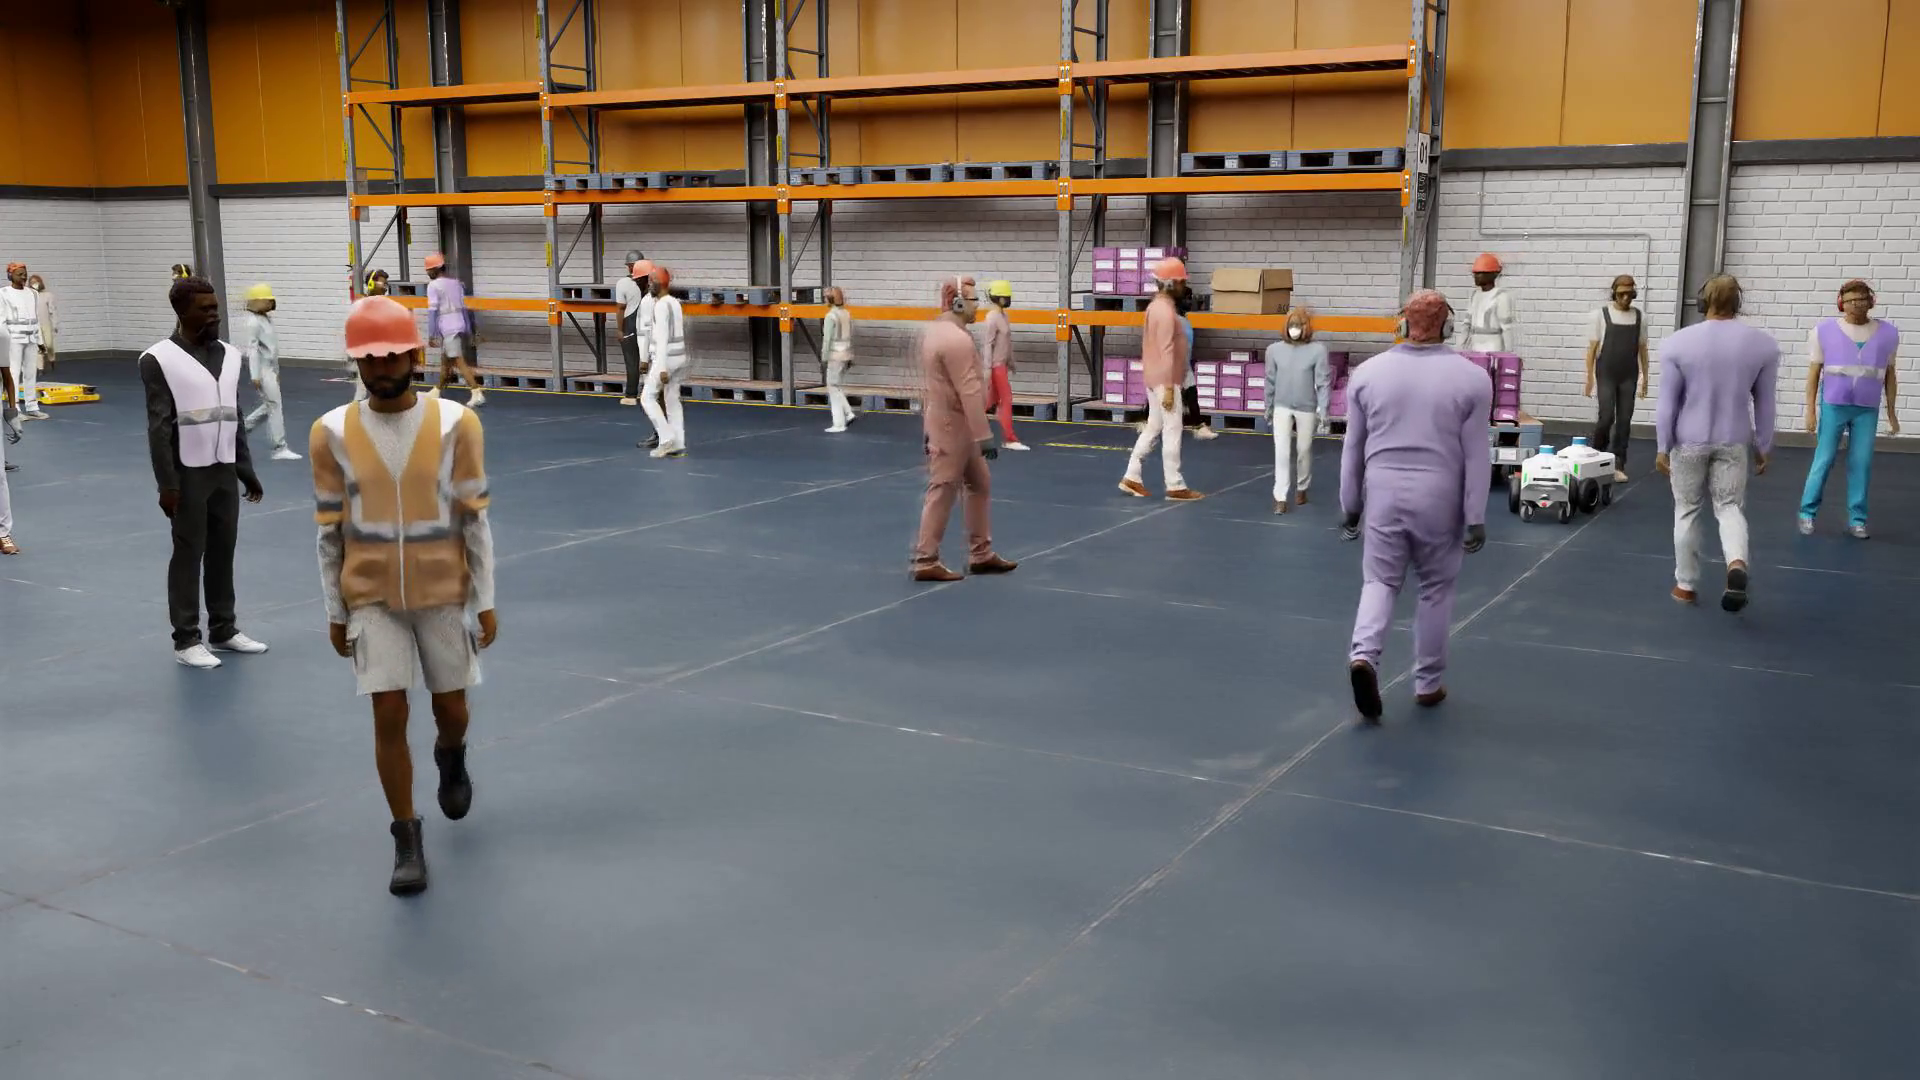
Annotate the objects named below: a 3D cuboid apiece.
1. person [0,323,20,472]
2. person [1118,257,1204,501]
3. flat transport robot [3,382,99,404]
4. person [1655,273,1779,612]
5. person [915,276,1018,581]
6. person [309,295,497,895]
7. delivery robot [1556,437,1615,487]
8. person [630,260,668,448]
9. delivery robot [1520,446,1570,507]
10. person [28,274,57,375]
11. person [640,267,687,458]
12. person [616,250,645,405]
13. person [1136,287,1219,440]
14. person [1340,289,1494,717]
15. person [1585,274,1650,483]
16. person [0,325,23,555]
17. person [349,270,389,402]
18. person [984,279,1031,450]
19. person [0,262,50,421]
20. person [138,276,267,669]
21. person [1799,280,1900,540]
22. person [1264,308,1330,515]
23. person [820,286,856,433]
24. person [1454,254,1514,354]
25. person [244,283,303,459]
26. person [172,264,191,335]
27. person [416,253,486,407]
[{"bbox_3d":[-8.810,-1.493,15.037,0.404,1.830,0.602,-1,10,-4],"label":"person"},{"bbox_3d":[1.662,-1.300,13.579,0.542,2.011,0.621,-1,10,-7],"label":"person"},{"bbox_3d":[-12.197,-1.970,22.160,1.431,0.197,0.652,6,12,31],"label":"flat transport robot"},{"bbox_3d":[4.250,-0.532,9.359,0.638,1.924,0.747,2,10,12],"label":"person"},{"bbox_3d":[0.078,-0.668,10.247,0.812,1.879,0.650,-1,10,-5],"label":"person"},{"bbox_3d":[-1.819,0.153,5.488,0.556,1.916,0.665,-3,10,-14],"label":"person"},{"bbox_3d":[4.897,-0.574,13.185,0.707,0.478,0.477,-10,14,-43],"label":"delivery robot"},{"bbox_3d":[-3.182,-1.903,17.093,0.374,1.928,0.542,1,10,6],"label":"person"},{"bbox_3d":[4.437,-0.473,12.613,0.477,0.478,0.707,3,11,18],"label":"delivery robot"},{"bbox_3d":[-14.908,-3.480,26.947,0.499,1.604,0.523,-4,11,-23],"label":"person"},{"bbox_3d":[-2.906,-1.720,16.244,0.473,1.866,0.571,2,10,12],"label":"person"},{"bbox_3d":[-4.241,-2.804,21.872,0.683,2.000,0.533,-9,13,-41],"label":"person"},{"bbox_3d":[2.311,-1.893,17.835,0.911,1.653,0.531,7,12,33],"label":"person"},{"bbox_3d":[1.982,-0.151,7.315,0.655,1.892,0.723,5,11,27],"label":"person"},{"bbox_3d":[5.752,-1.402,14.536,0.541,1.827,0.410,0,10,3],"label":"person"},{"bbox_3d":[-6.552,-0.812,11.079,0.521,1.870,0.319,-6,12,-32],"label":"person"},{"bbox_3d":[-6.071,-1.869,17.216,0.648,1.827,0.604,6,12,30],"label":"person"},{"bbox_3d":[0.327,-1.794,17.022,0.789,1.744,0.528,3,10,17],"label":"person"},{"bbox_3d":[-11.162,-2.358,19.794,0.352,1.881,0.576,4,11,20],"label":"person"},{"bbox_3d":[-3.766,-0.339,8.269,0.395,1.917,0.610,3,10,17],"label":"person"},{"bbox_3d":[6.352,-0.921,11.854,0.617,1.828,0.501,2,10,13],"label":"person"},{"bbox_3d":[2.648,-1.027,13.087,0.513,1.590,0.846,3,10,17],"label":"person"},{"bbox_3d":[-1.383,-1.995,18.430,0.375,1.622,0.534,4,11,21],"label":"person"},{"bbox_3d":[5.456,-1.950,17.198,1.036,1.999,0.617,-2,10,-10],"label":"person"},{"bbox_3d":[-6.791,-1.630,16.119,0.662,1.719,0.492,-1,10,-4],"label":"person"},{"bbox_3d":[-10.168,-2.664,21.695,0.932,1.827,0.518,-7,12,-35],"label":"person"},{"bbox_3d":[-6.579,-2.703,21.477,1.079,1.978,0.654,3,10,14],"label":"person"}]
